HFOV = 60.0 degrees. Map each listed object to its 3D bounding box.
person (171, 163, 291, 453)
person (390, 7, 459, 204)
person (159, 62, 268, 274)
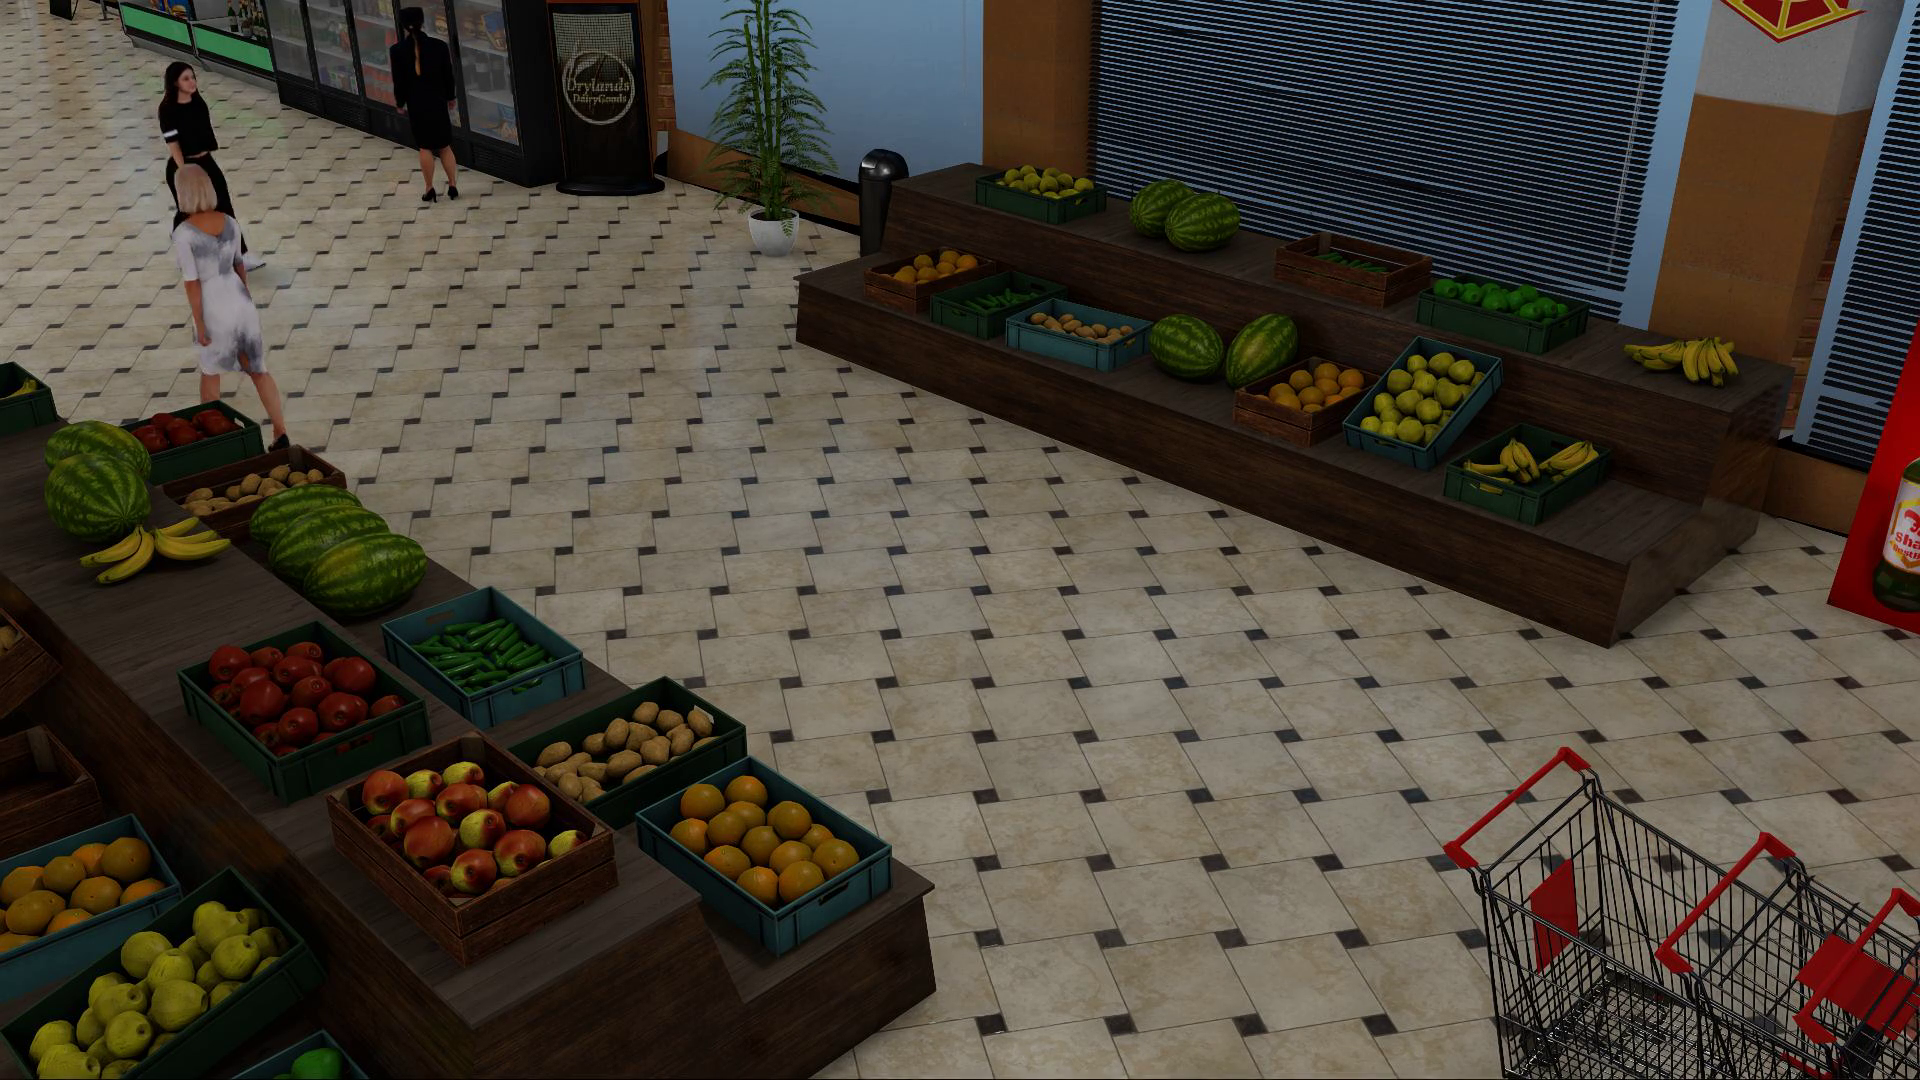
[{"bbox_3d":[-4.157,-1.255,9.538,1.112,1.701,0.720,18,32,31],"label":"person"},{"bbox_3d":[-4.683,-3.811,14.612,0.769,1.669,0.739,-13,30,-24],"label":"person"},{"bbox_3d":[-5.917,-2.806,12.721,1.190,1.588,0.830,13,30,25],"label":"person"}]
